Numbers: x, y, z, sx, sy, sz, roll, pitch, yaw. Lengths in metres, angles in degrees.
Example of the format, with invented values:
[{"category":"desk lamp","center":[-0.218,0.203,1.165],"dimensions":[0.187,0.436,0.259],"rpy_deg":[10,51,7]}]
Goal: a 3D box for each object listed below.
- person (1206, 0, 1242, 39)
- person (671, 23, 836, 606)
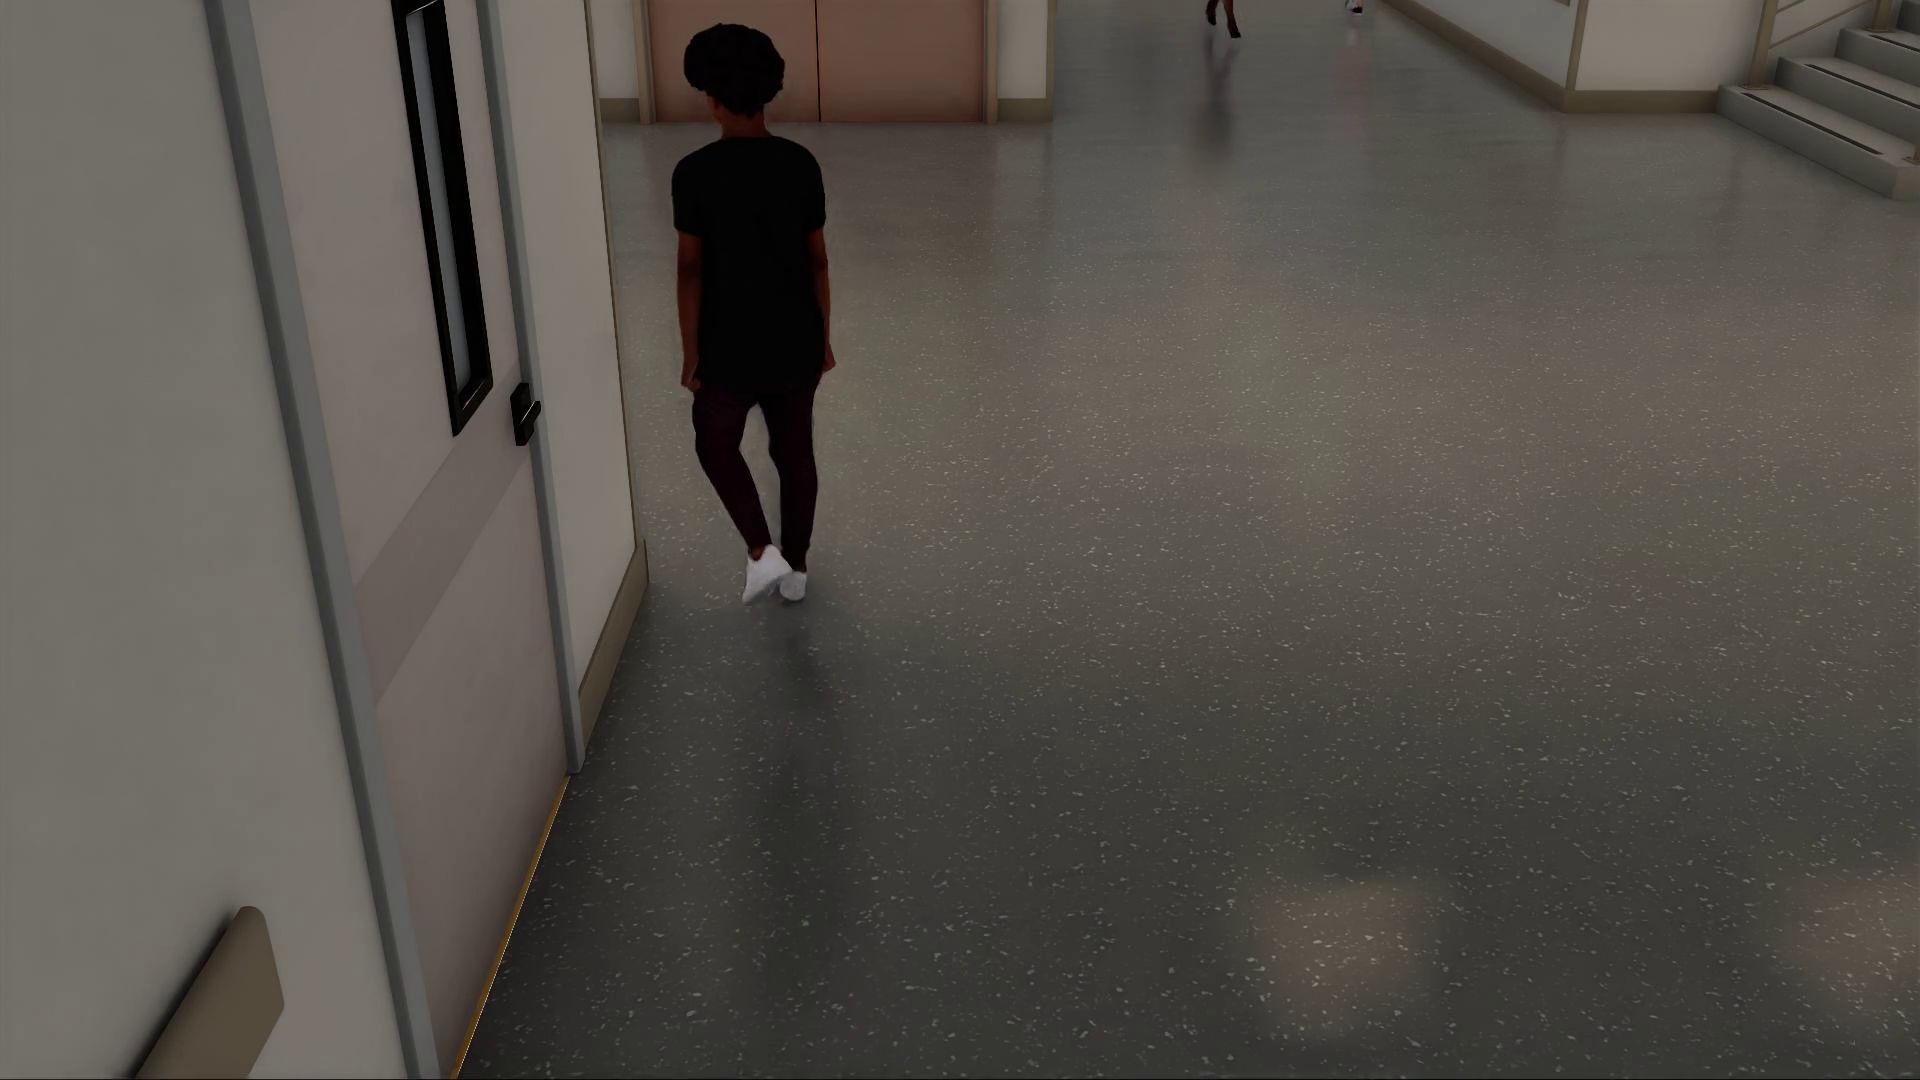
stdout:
[{"category":"person","center":[2.410,-5.434,15.071],"dimensions":[1.091,1.663,0.869],"rpy_deg":[-7,27,-15]},{"category":"person","center":[-0.582,-0.584,4.897],"dimensions":[0.790,1.766,0.854],"rpy_deg":[-11,28,-21]}]
